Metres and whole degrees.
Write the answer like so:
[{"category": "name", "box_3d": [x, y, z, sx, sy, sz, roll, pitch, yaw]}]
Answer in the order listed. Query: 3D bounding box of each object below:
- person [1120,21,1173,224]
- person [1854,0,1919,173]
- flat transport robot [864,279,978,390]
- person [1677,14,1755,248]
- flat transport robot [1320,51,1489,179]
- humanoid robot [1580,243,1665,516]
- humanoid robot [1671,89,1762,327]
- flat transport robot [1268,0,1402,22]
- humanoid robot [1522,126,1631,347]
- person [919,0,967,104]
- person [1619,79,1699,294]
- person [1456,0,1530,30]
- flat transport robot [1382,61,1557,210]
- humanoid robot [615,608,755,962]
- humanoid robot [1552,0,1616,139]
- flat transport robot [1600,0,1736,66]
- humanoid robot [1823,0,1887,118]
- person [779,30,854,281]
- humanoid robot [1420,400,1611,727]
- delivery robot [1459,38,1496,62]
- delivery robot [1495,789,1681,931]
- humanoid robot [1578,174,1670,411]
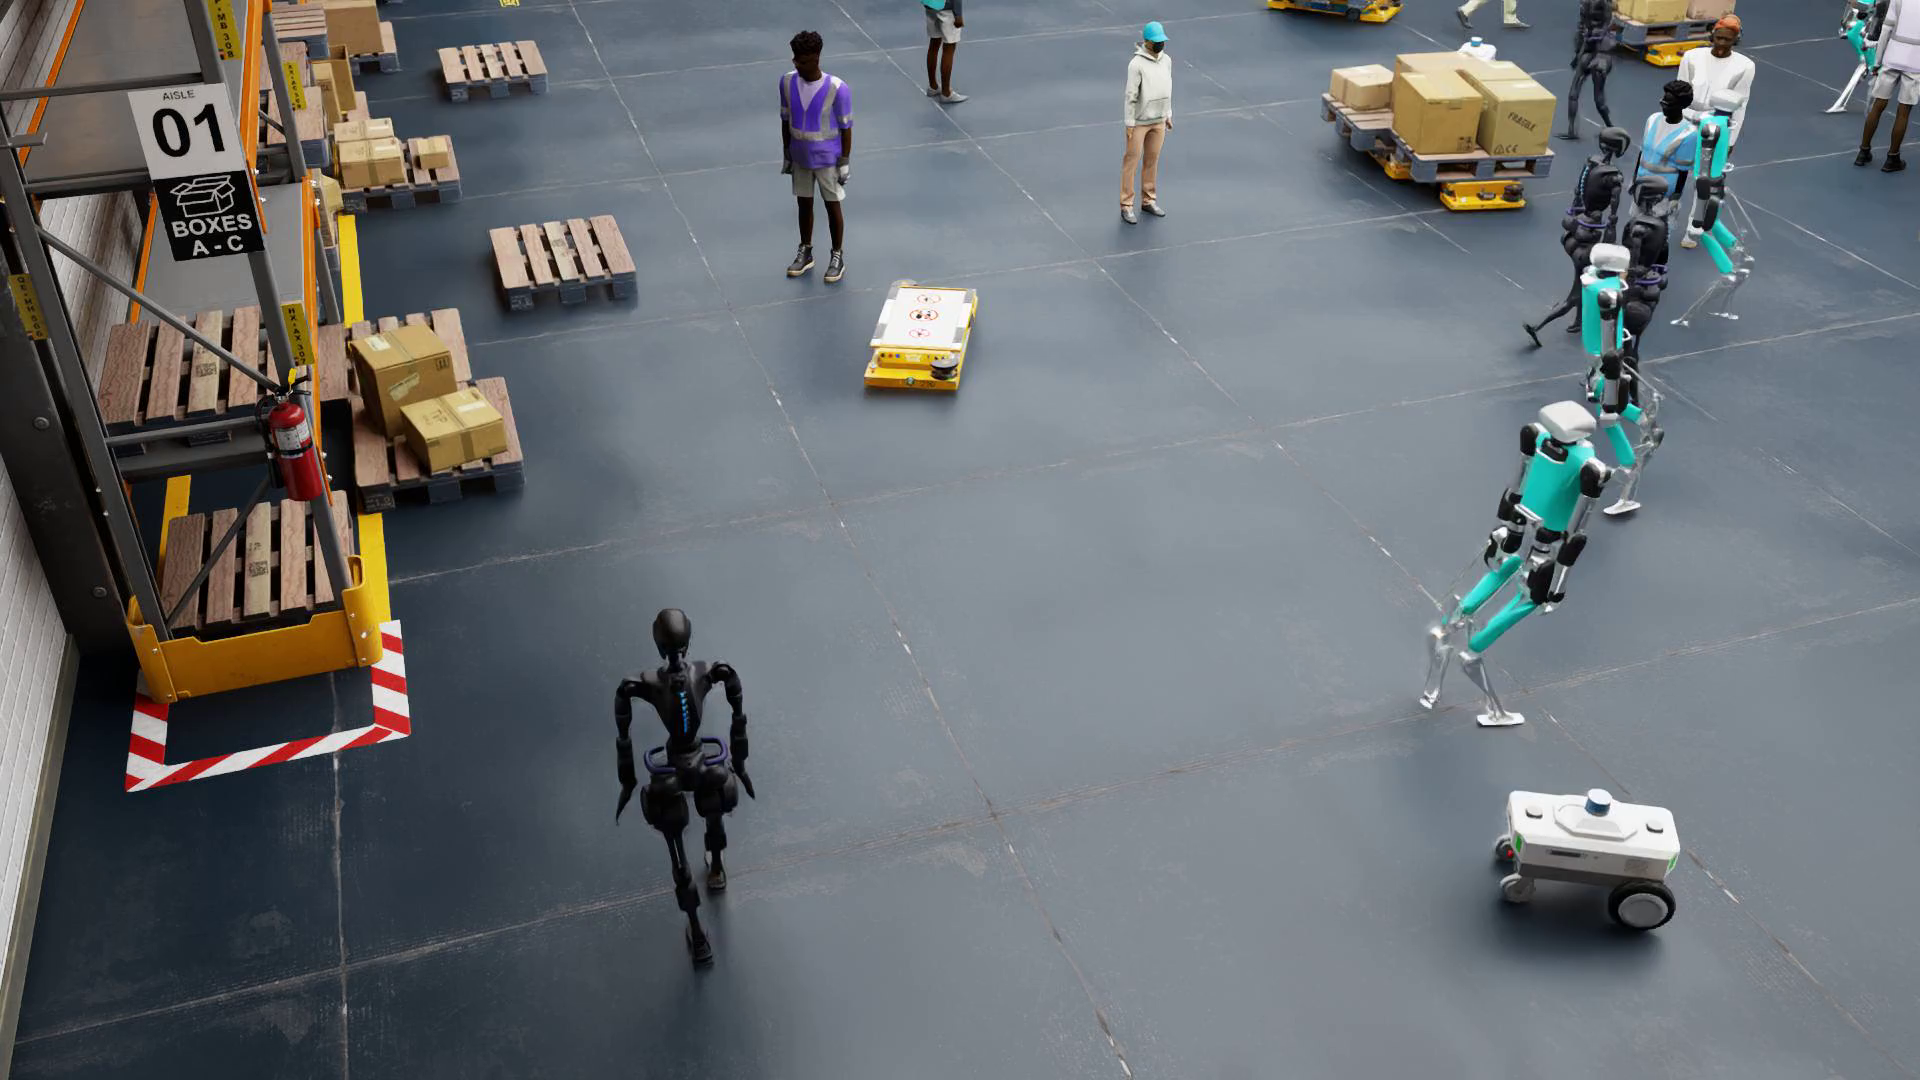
[{"category": "person", "box_3d": [1.574, -3.502, 13.941, 0.462, 1.675, 0.373, -18, 37, -26]}, {"category": "person", "box_3d": [8.480, -4.273, 14.896, 0.381, 1.926, 0.543, -25, 41, -33]}, {"category": "flat transport robot", "box_3d": [-0.265, -1.513, 12.178, 0.659, 0.231, 1.431, 4, 33, 5]}, {"category": "person", "box_3d": [5.995, -3.307, 13.459, 0.576, 1.879, 0.352, 21, 38, 28]}, {"category": "flat transport robot", "box_3d": [4.104, -3.728, 15.576, 0.659, 0.231, 1.431, -5, 33, -8]}, {"category": "humanoid robot", "box_3d": [3.998, -0.904, 9.892, 0.895, 1.739, 0.576, 4, 33, 5]}, {"category": "humanoid robot", "box_3d": [5.662, -2.347, 12.144, 0.814, 1.798, 0.532, 18, 37, 25]}, {"category": "flat transport robot", "box_3d": [4.424, -6.350, 19.598, 1.431, 0.231, 0.659, 17, 37, 24]}, {"category": "humanoid robot", "box_3d": [4.463, -2.183, 11.950, 0.718, 1.634, 0.608, -5, 33, -8]}, {"category": "person", "box_3d": [-0.162, -5.305, 16.481, 0.451, 1.932, 0.550, -21, 39, -29]}, {"category": "person", "box_3d": [5.297, -2.667, 12.646, 0.319, 1.690, 0.528, -12, 35, -17]}, {"category": "person", "box_3d": [6.070, -6.589, 18.545, 0.828, 1.818, 0.576, 3, 33, 4]}, {"category": "flat transport robot", "box_3d": [4.493, -3.307, 14.931, 0.659, 0.231, 1.431, -3, 33, -5]}, {"category": "humanoid robot", "box_3d": [-1.187, 0.991, 7.068, 0.601, 1.635, 0.705, -10, 35, -15]}, {"category": "humanoid robot", "box_3d": [6.034, -4.579, 15.633, 0.568, 1.635, 0.627, 0, 33, -1]}, {"category": "flat transport robot", "box_3d": [7.616, -5.529, 18.338, 0.659, 0.231, 1.431, -8, 34, -12]}, {"category": "humanoid robot", "box_3d": [8.899, -4.931, 16.147, 0.693, 1.874, 0.537, -4, 33, -6]}, {"category": "person", "box_3d": [-1.114, -2.960, 12.852, 0.606, 1.958, 0.380, 13, 35, 19]}, {"category": "humanoid robot", "box_3d": [2.645, 0.194, 8.225, 0.794, 1.792, 0.531, -14, 36, -20]}, {"category": "delivery robot", "box_3d": [5.229, -4.827, 16.992, 0.499, 0.586, 0.765, 15, 36, 21]}, {"category": "delivery robot", "box_3d": [2.842, 1.388, 7.485, 0.811, 0.613, 0.499, 6, 34, 9]}, {"category": "humanoid robot", "box_3d": [4.492, -1.627, 11.076, 0.519, 1.643, 0.590, 19, 38, 27]}]
